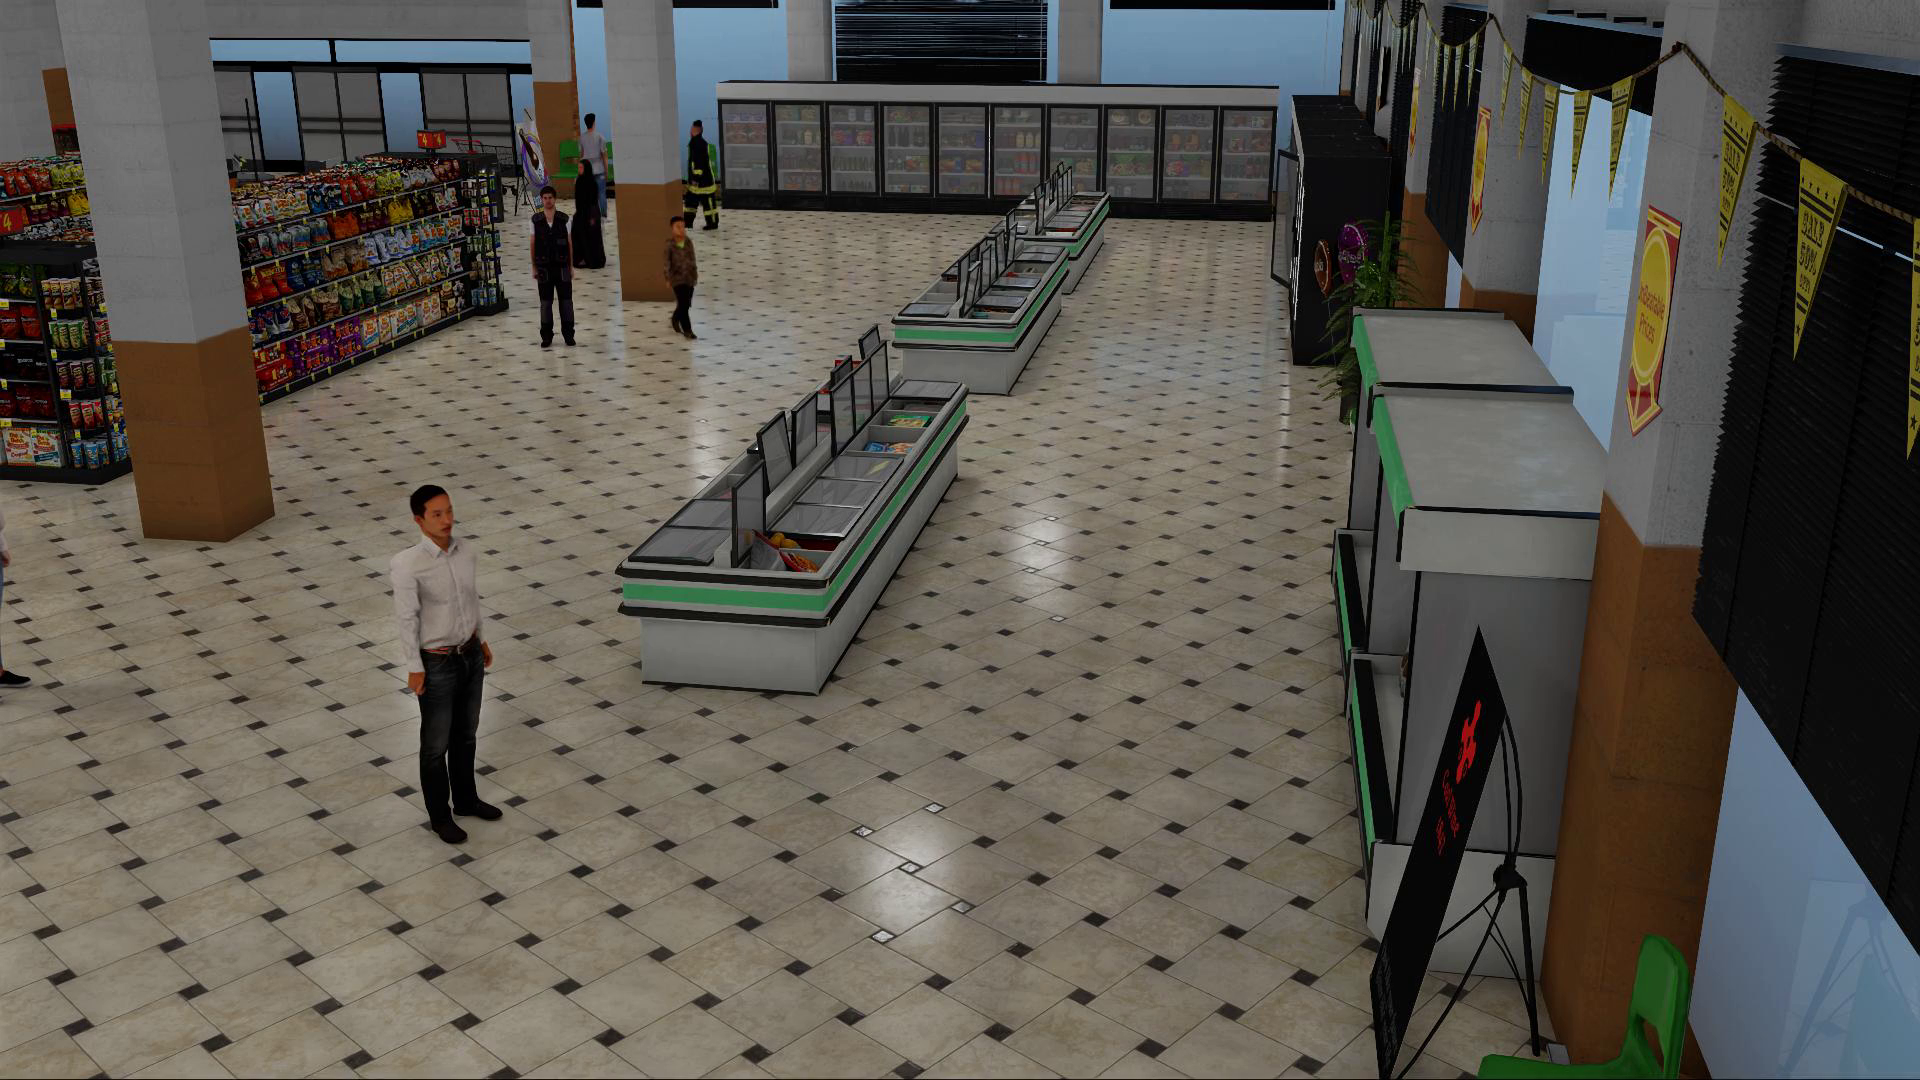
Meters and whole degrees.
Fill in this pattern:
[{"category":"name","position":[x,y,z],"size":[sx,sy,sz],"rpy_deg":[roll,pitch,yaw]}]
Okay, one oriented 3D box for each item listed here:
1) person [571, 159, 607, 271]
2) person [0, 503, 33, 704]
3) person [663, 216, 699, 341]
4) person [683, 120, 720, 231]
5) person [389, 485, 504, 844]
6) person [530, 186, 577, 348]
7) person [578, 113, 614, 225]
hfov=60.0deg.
[{"category":"person","position":[-5.460,-4.836,24.666],"size":[0.829,1.609,0.929],"rpy_deg":[15,24,37]},{"category":"person","position":[-5.840,0.127,9.820],"size":[0.664,1.691,0.468],"rpy_deg":[3,19,9]},{"category":"person","position":[-3.359,-3.137,19.899],"size":[0.944,1.434,0.955],"rpy_deg":[-16,24,-39]},{"category":"person","position":[-4.333,-6.206,28.363],"size":[1.091,1.844,1.054],"rpy_deg":[-9,21,-25]},{"category":"person","position":[-2.558,0.590,8.259],"size":[0.792,1.811,0.622],"rpy_deg":[10,21,28]},{"category":"person","position":[-4.758,-3.203,19.449],"size":[0.737,1.849,0.727],"rpy_deg":[-5,19,-15]},{"category":"person","position":[-6.445,-6.548,29.304],"size":[0.657,1.890,0.545],"rpy_deg":[3,19,9]}]
